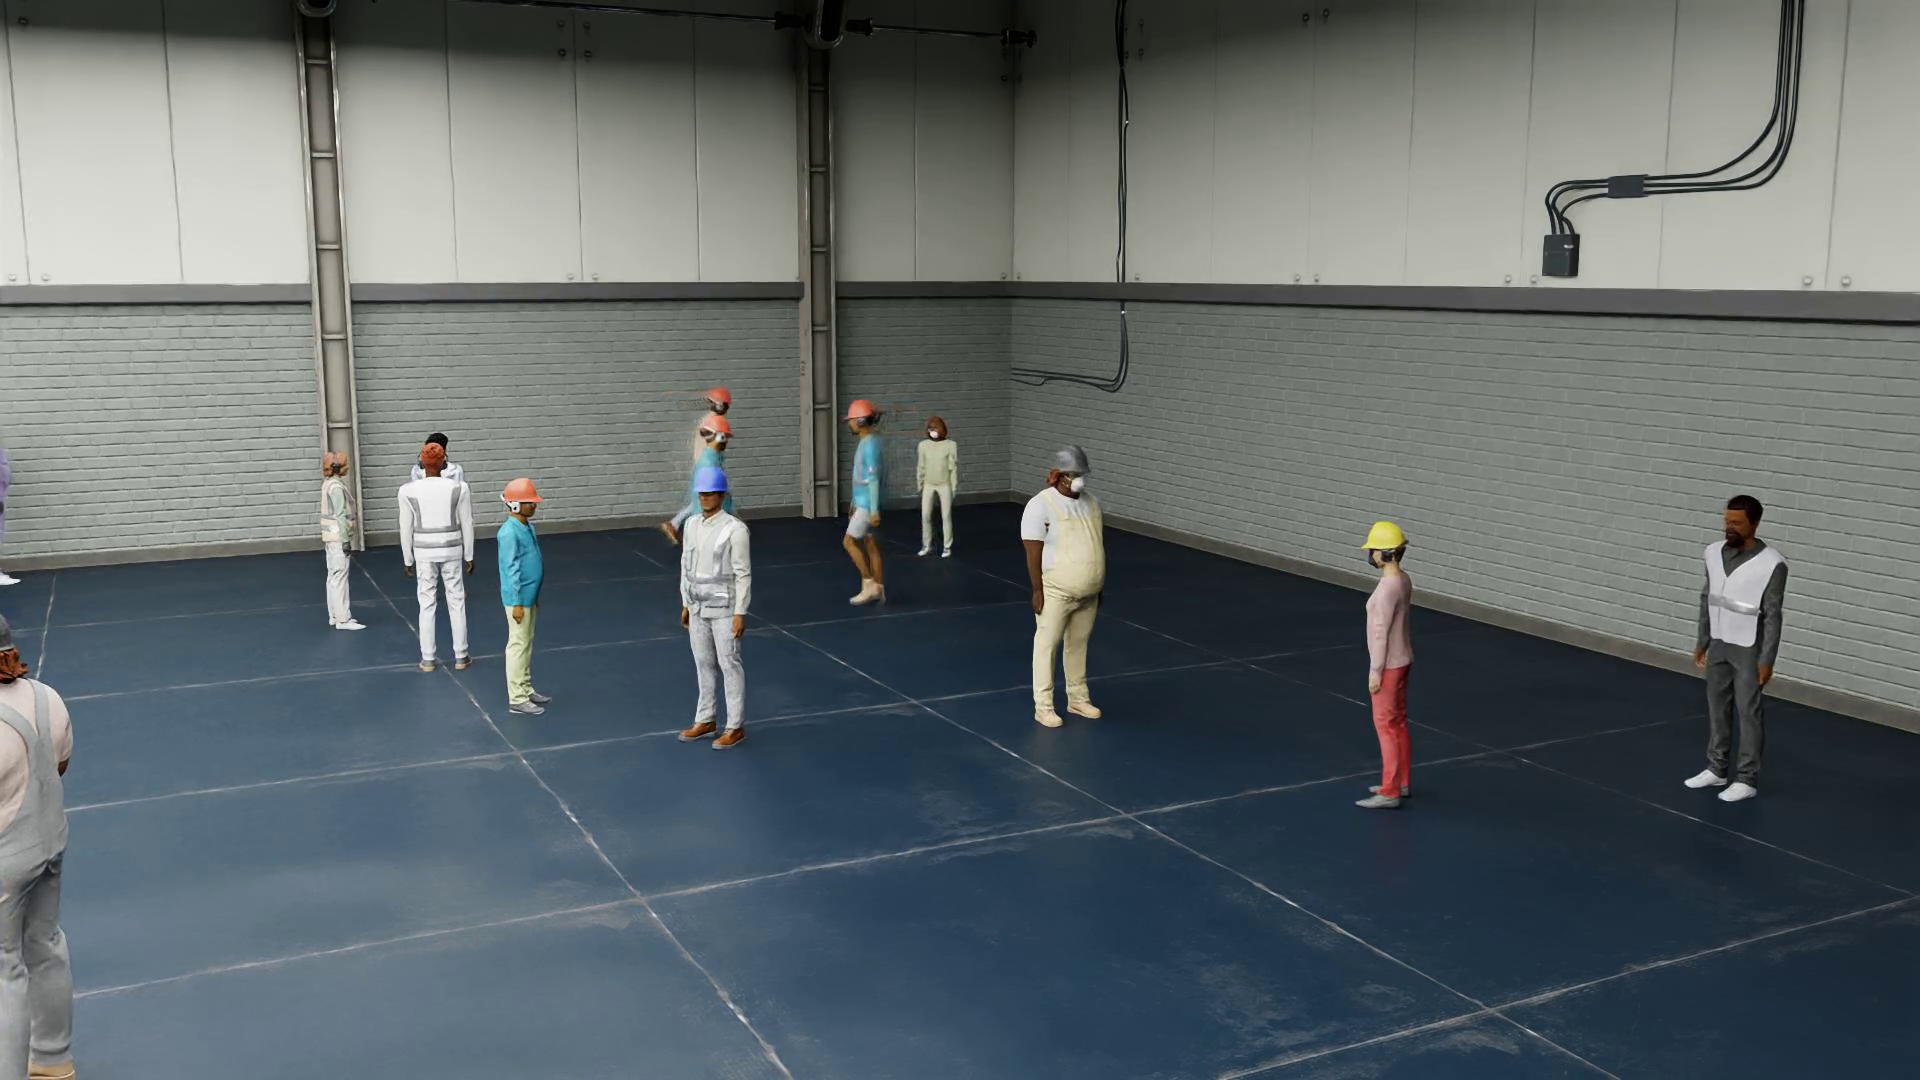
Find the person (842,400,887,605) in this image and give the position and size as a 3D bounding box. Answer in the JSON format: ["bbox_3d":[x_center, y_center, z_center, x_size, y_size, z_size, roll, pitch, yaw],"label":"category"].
[{"bbox_3d":[-0.952,-0.352,16.260,0.531,2.019,0.613,0,9,-3],"label":"person"}]

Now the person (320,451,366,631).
[{"bbox_3d":[-5.679,0.007,15.217,0.308,1.641,0.511,-6,11,-31],"label":"person"}]

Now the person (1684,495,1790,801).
[{"bbox_3d":[4.854,0.663,10.357,0.396,1.914,0.592,-4,10,-21],"label":"person"}]

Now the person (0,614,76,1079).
[{"bbox_3d":[-3.763,1.235,6.418,0.537,2.000,0.682,0,9,2],"label":"person"}]

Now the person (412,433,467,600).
[{"bbox_3d":[-5.143,-0.218,16.456,0.535,1.690,0.321,0,9,2],"label":"person"}]

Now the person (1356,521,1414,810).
[{"bbox_3d":[2.608,0.760,10.215,0.335,1.760,0.523,5,10,28],"label":"person"}]

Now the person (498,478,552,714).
[{"bbox_3d":[-3.244,0.409,12.393,0.330,1.751,0.565,0,9,-3],"label":"person"}]

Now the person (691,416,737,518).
[{"bbox_3d":[-2.211,-0.143,15.151,0.451,1.964,0.670,-2,9,-10],"label":"person"}]

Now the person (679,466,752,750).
[{"bbox_3d":[-1.696,0.460,11.469,0.614,1.949,0.378,7,12,37],"label":"person"}]

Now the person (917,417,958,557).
[{"bbox_3d":[-0.254,-0.607,19.042,0.503,1.622,0.280,2,10,14],"label":"person"}]

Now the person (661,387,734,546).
[{"bbox_3d":[-3.031,-0.816,19.389,0.822,1.949,0.621,-3,10,-18],"label":"person"}]

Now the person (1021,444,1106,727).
[{"bbox_3d":[0.810,0.320,12.054,0.680,2.000,0.537,-7,12,-37],"label":"person"}]

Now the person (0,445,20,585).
[{"bbox_3d":[-10.131,-0.474,17.388,0.645,1.902,0.402,9,13,44],"label":"person"}]

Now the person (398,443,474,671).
[{"bbox_3d":[-4.279,0.141,13.649,0.575,1.883,0.355,-3,10,-17],"label":"person"}]
